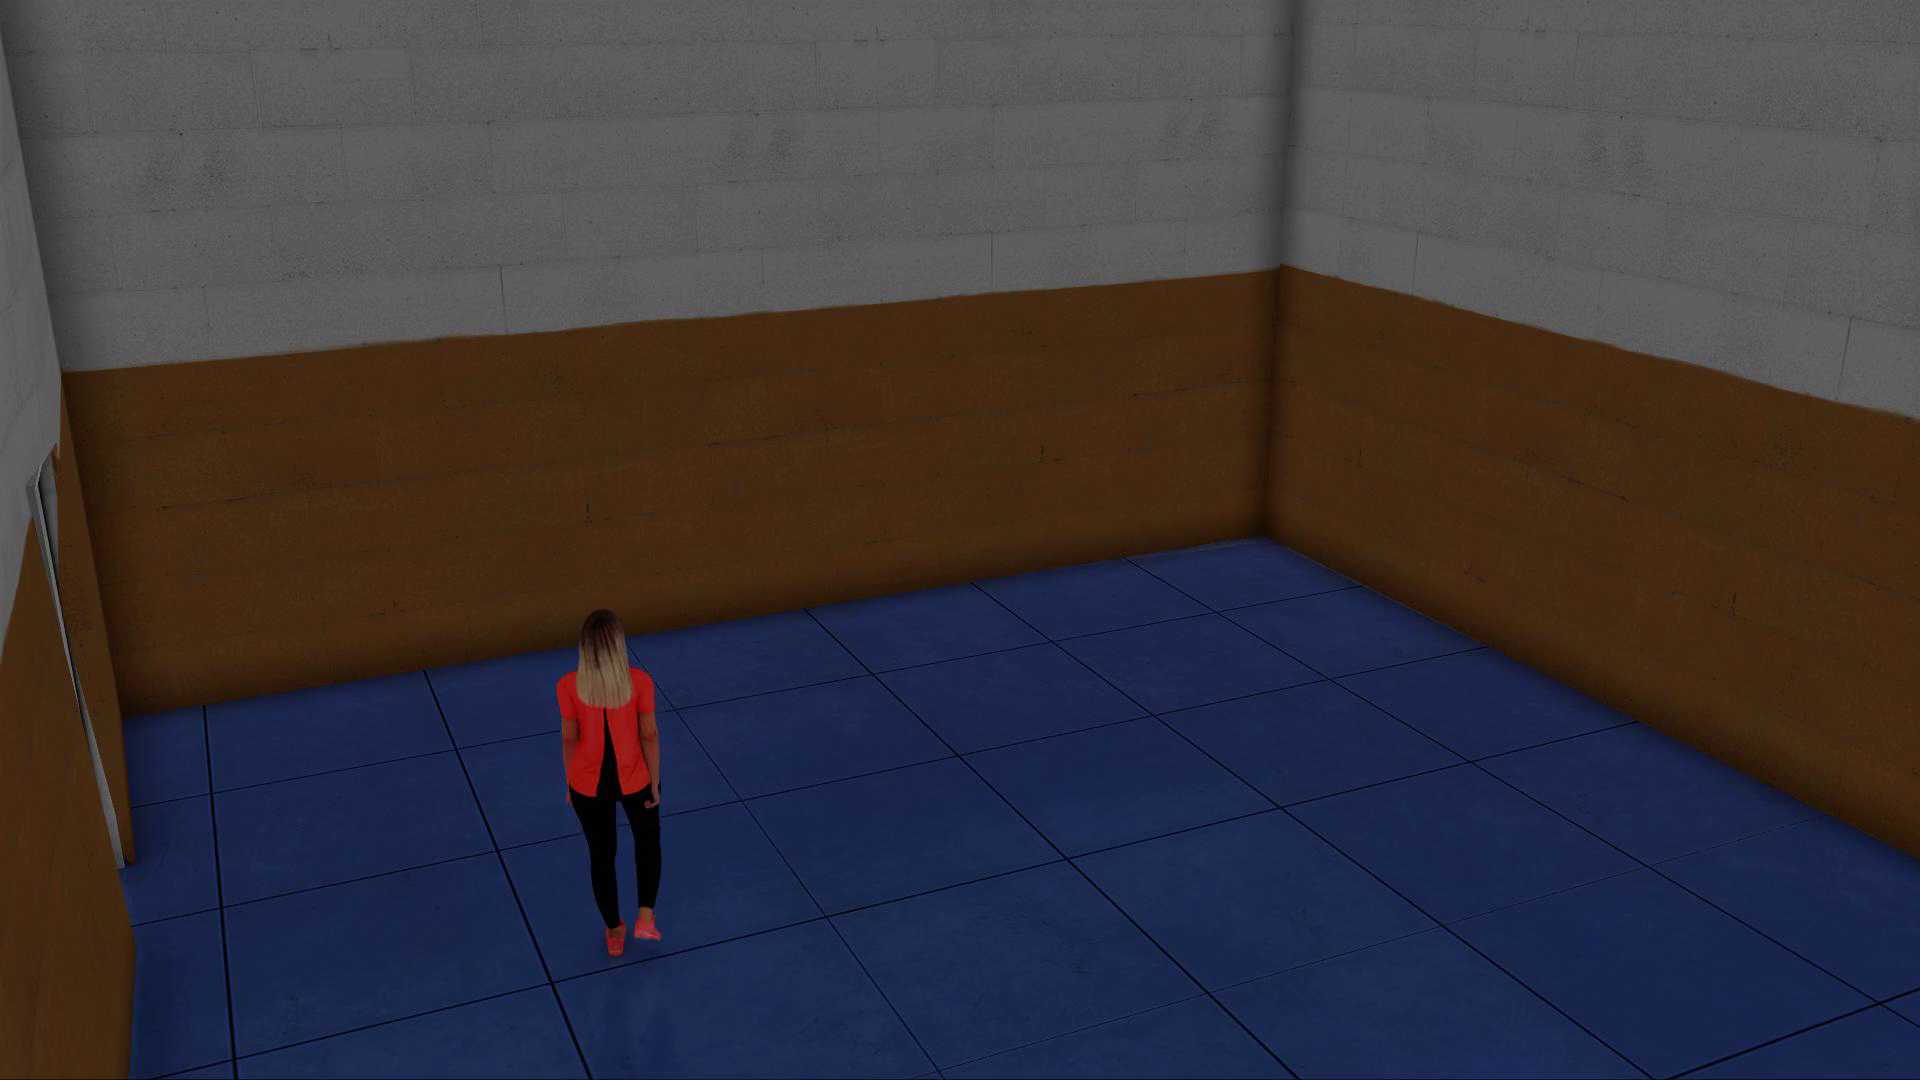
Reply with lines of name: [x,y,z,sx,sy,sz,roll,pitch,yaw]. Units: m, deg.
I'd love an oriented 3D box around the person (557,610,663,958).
person: [-1.566,1.145,7.489,0.684,1.686,0.729,-4,19,-11]
